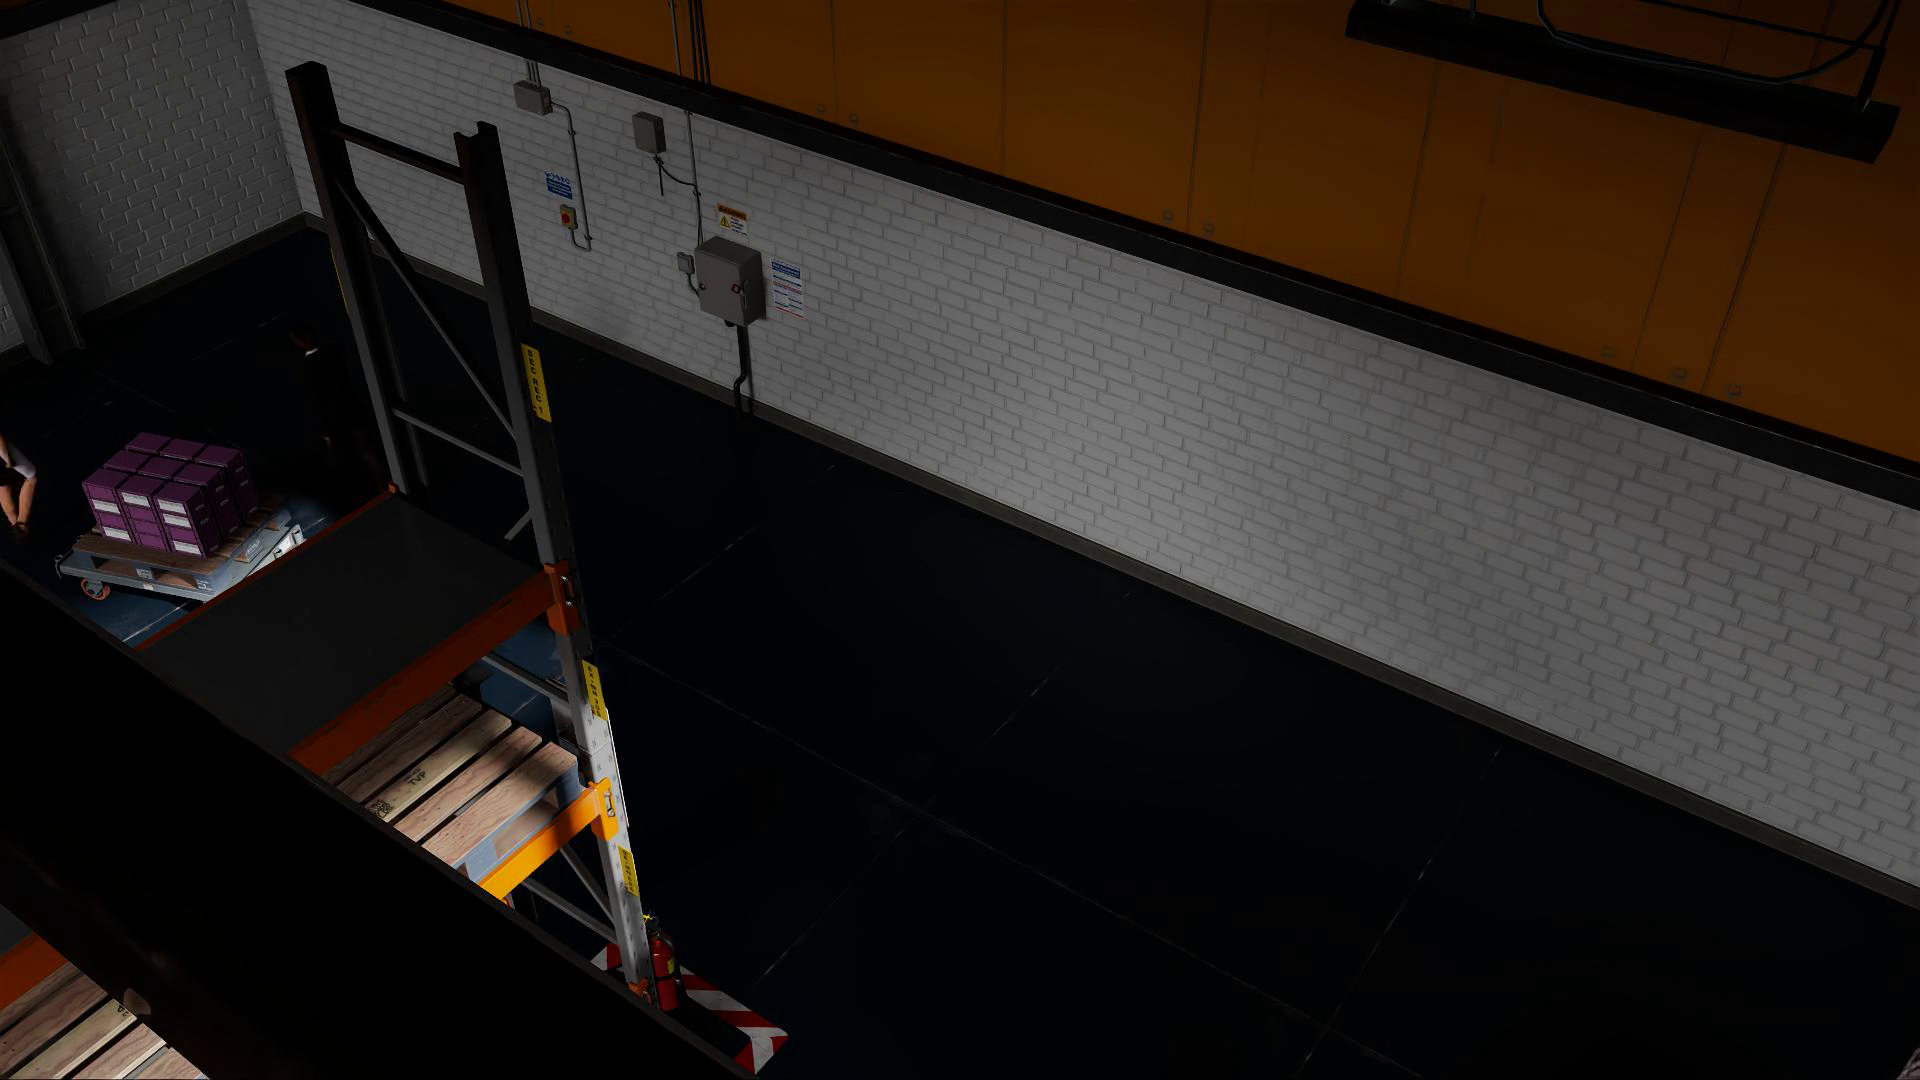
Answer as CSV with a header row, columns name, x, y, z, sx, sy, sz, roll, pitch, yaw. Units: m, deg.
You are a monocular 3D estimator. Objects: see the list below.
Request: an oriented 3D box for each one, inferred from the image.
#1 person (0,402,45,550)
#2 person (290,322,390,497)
name,x,y,z,sx,sy,sz,roll,pitch,yaw
person,-7.559,-0.638,12.924,0.659,1.782,0.658,14,41,17
person,-4.887,-0.933,13.320,0.775,1.749,1.073,24,44,27
